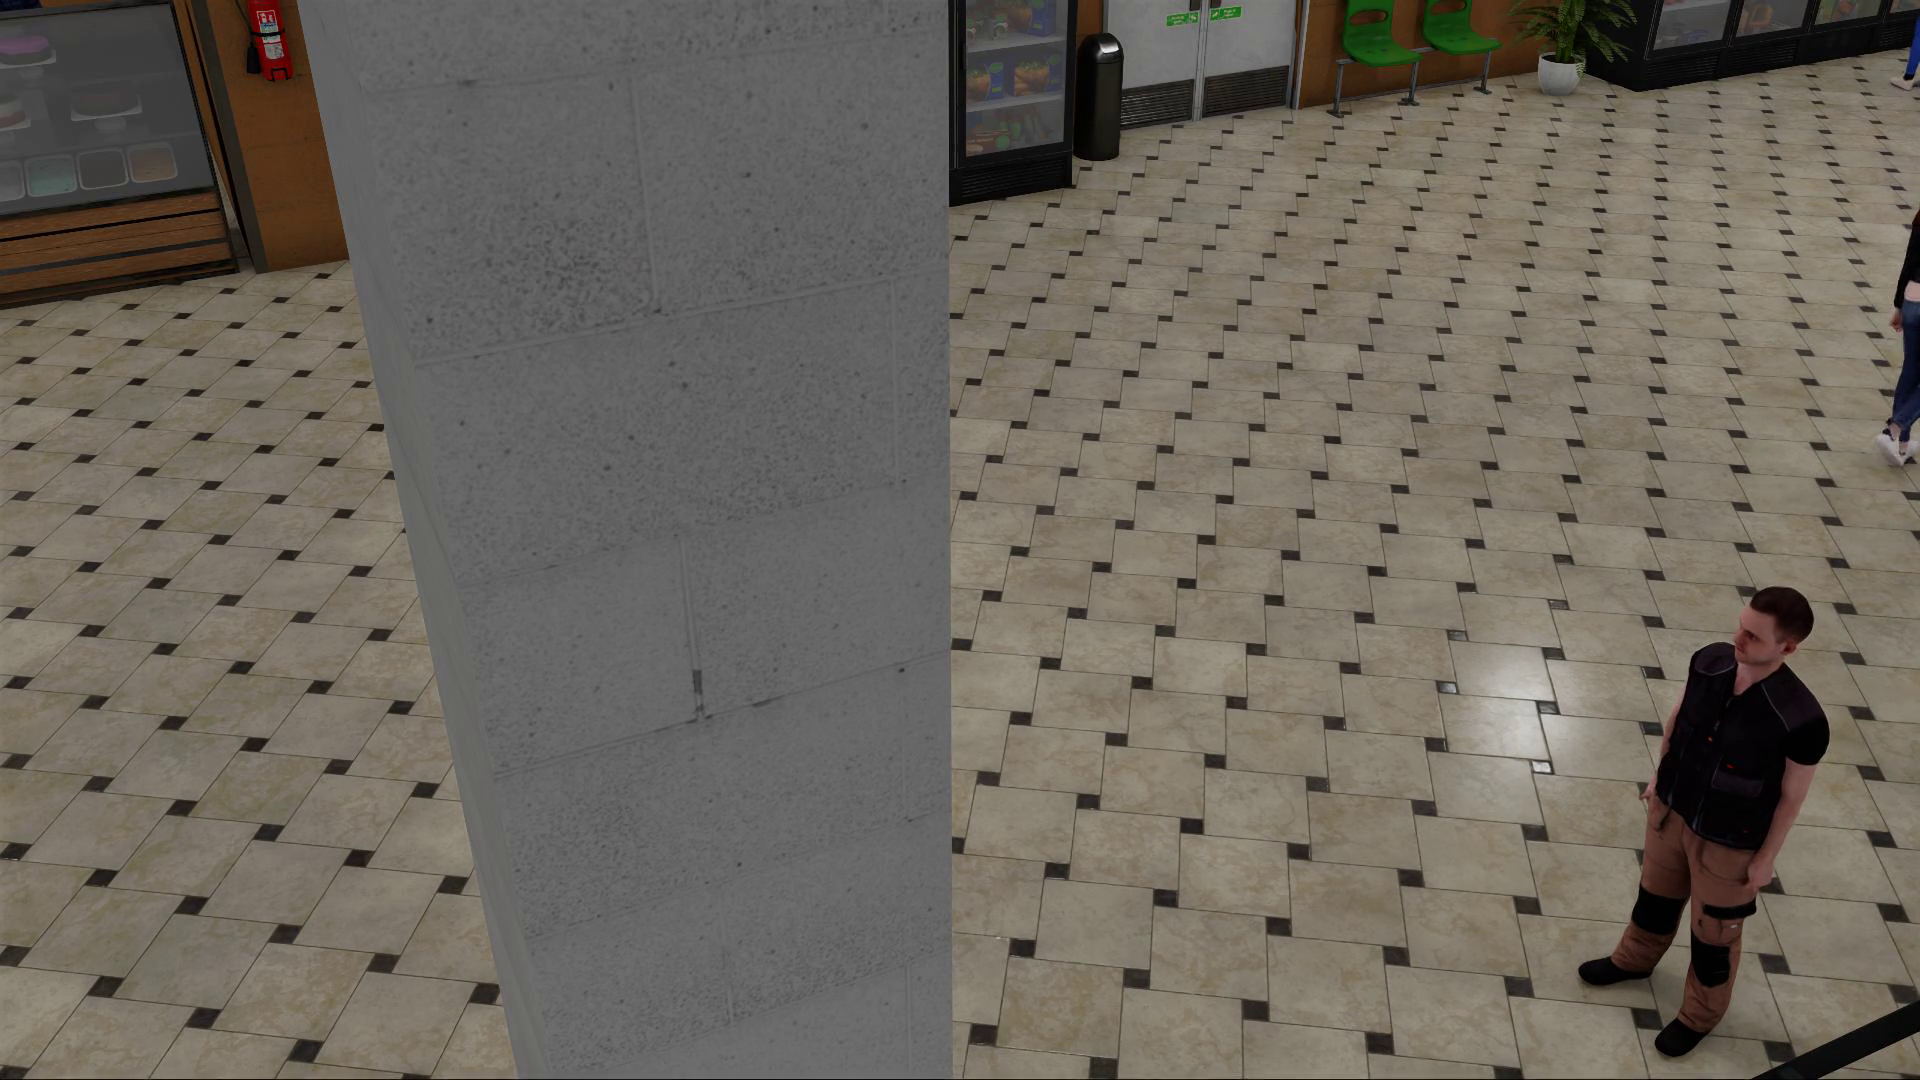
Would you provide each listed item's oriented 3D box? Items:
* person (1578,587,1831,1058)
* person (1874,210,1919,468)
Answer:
[{"bbox_3d":[2.516,0.913,5.505,0.727,1.840,0.500,-14,34,-21],"label":"person"},{"bbox_3d":[5.158,-1.167,8.912,0.808,1.773,0.875,-21,37,-30],"label":"person"}]
